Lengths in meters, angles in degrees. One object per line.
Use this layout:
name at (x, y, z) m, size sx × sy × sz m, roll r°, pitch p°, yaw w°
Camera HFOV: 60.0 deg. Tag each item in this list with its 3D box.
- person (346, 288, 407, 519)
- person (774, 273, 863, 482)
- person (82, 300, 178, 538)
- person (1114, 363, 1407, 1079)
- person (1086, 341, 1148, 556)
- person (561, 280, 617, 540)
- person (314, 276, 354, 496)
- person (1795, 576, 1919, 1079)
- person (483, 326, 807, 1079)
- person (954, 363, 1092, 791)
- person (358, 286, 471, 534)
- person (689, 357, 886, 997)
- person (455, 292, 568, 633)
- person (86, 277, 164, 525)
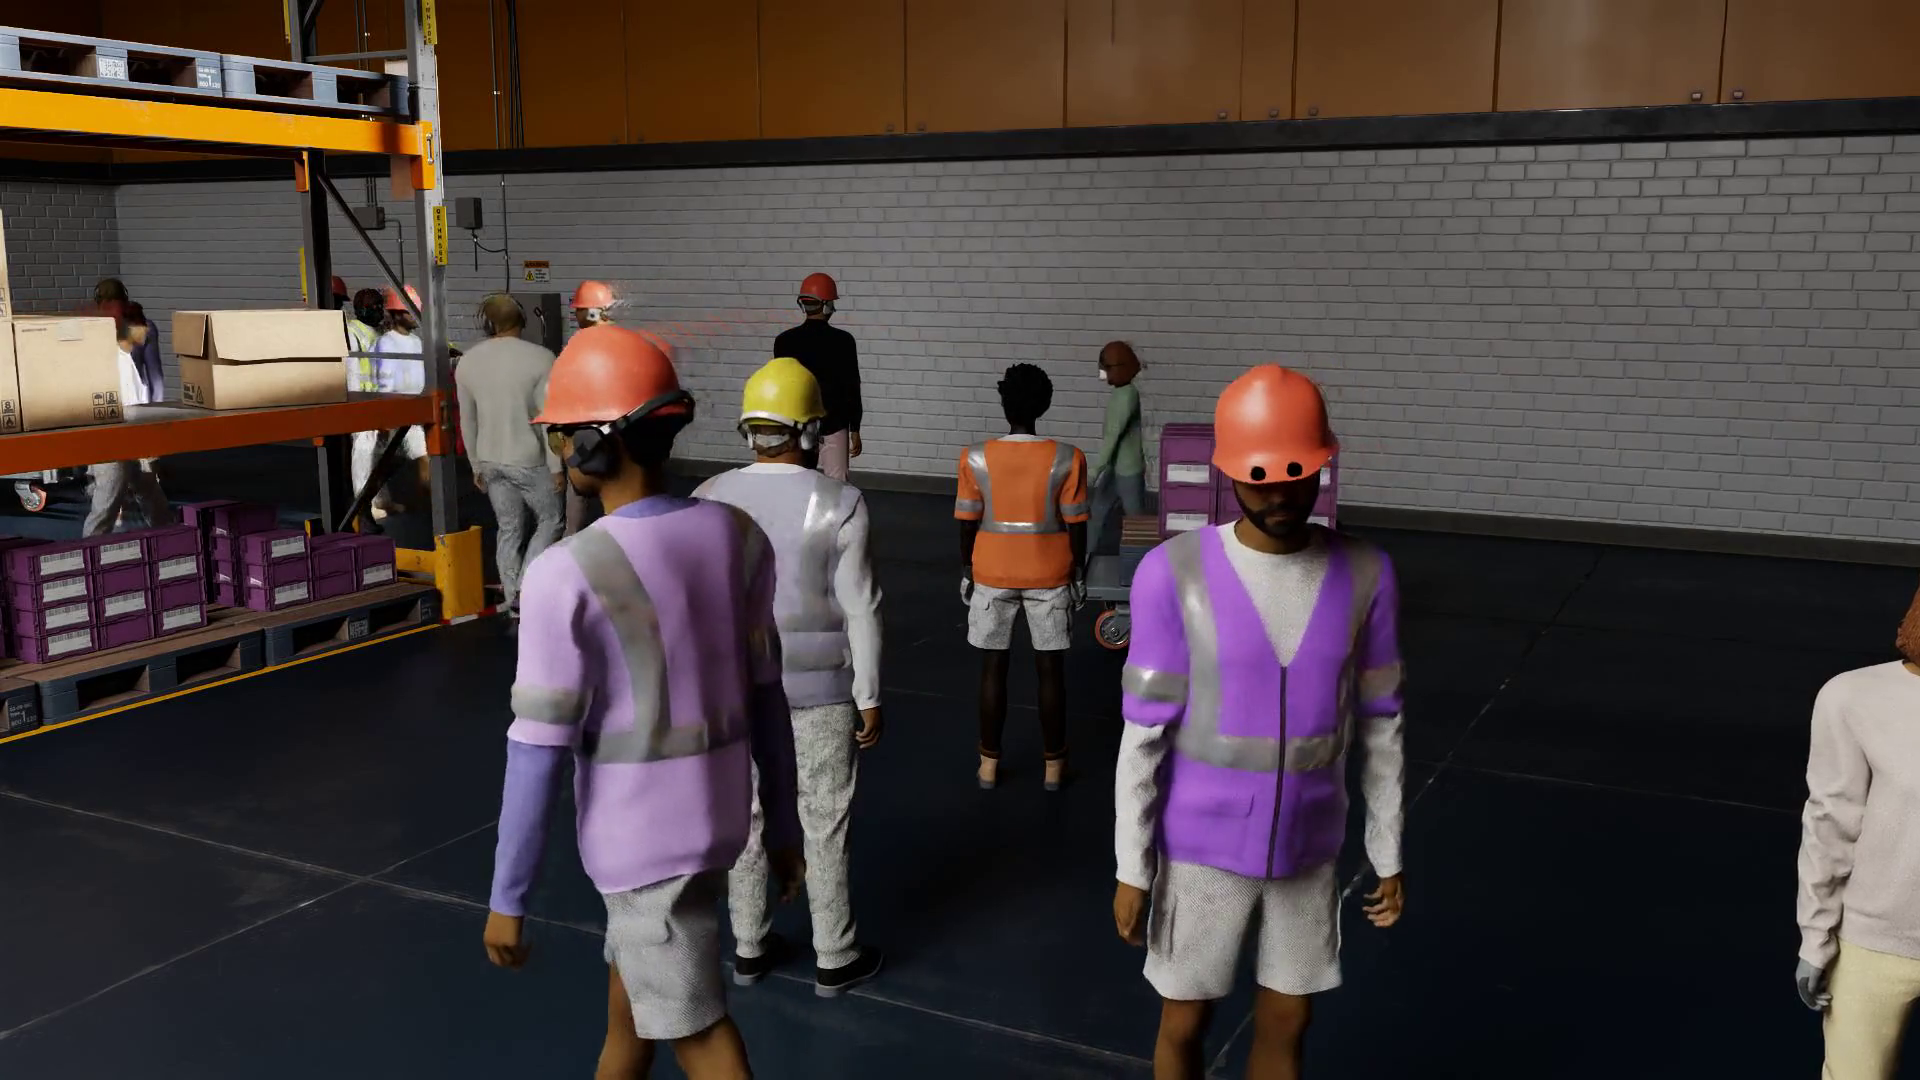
person at (-4.731, -1.101, 13.428) m, size 0.429 × 1.842 × 0.633 m, roll 2°, pitch 10°, yaw 11°
person at (-0.912, -0.736, 10.862) m, size 0.609 × 1.996 × 0.379 m, roll 4°, pitch 10°, yaw 21°
person at (-5.004, -0.534, 10.143) m, size 0.957 × 1.833 × 0.587 m, roll -4°, pitch 11°, yaw -23°
person at (0.598, 0.604, 3.337) m, size 0.592 × 1.923 × 0.470 m, roll -1°, pitch 10°, yaw -7°
person at (0.883, -0.403, 10.091) m, size 0.840 × 1.590 × 0.502 m, roll -1°, pitch 10°, yaw -3°
person at (-2.341, -0.768, 11.196) m, size 0.999 × 1.954 × 0.612 m, roll 1°, pitch 10°, yaw 7°
person at (-5.490, -1.345, 14.594) m, size 0.547 × 1.925 × 0.391 m, roll 3°, pitch 10°, yaw 19°
person at (1.835, 0.788, 3.119) m, size 0.499 × 1.628 × 0.278 m, roll 4°, pitch 10°, yaw 21°
person at (-0.628, 0.578, 3.302) m, size 1.059 × 1.984 × 0.625 m, roll 6°, pitch 11°, yaw 30°
person at (0.250, 0.152, 6.579) m, size 0.541 × 1.698 × 0.315 m, roll 1°, pitch 10°, yaw 8°
person at (-4.197, -0.953, 12.456) m, size 1.014 × 1.894 × 0.555 m, roll 0°, pitch 10°, yaw 2°
person at (-0.478, 0.398, 4.767) m, size 0.590 × 1.836 × 0.404 m, roll 4°, pitch 10°, yaw 20°
person at (-2.468, -0.422, 9.306) m, size 0.656 × 1.906 × 0.443 m, roll 3°, pitch 10°, yaw 17°
person at (-6.583, -1.084, 13.045) m, size 0.635 × 1.937 × 0.352 m, roll -6°, pitch 11°, yaw -30°
